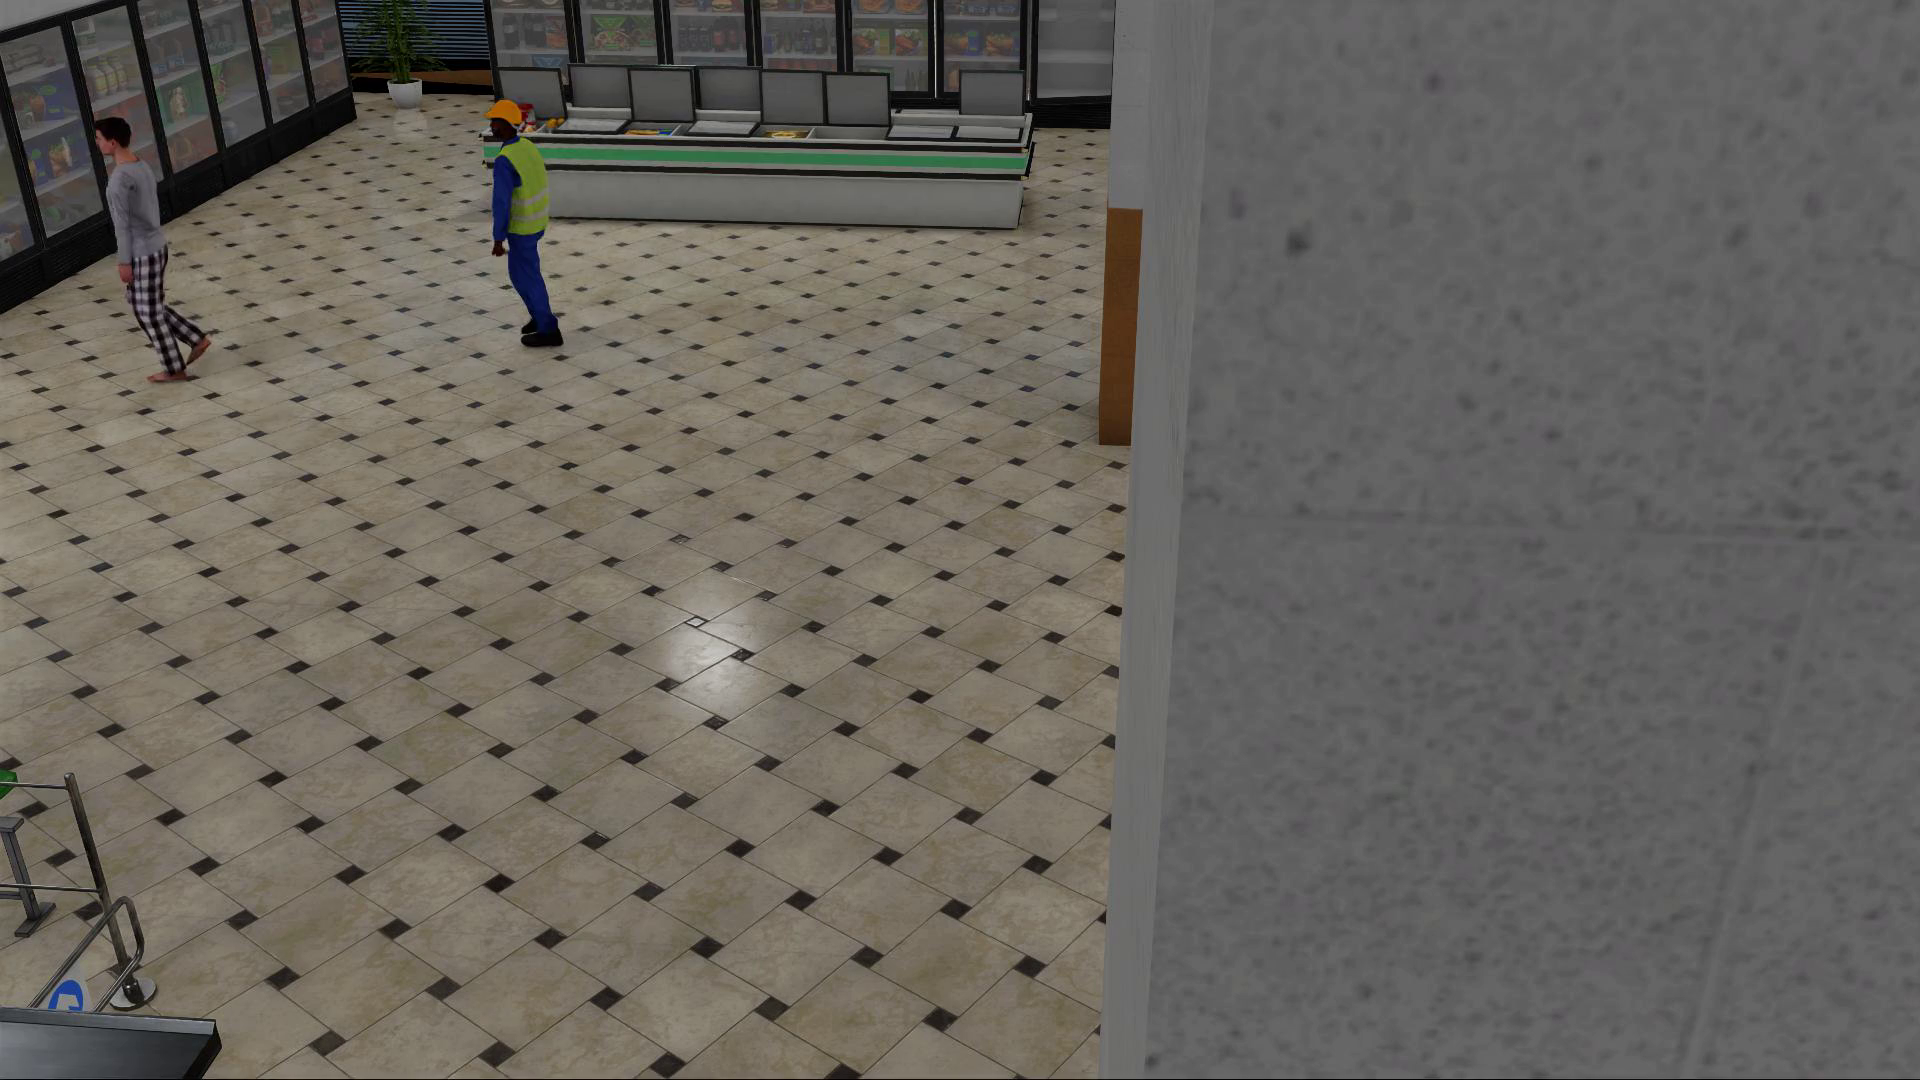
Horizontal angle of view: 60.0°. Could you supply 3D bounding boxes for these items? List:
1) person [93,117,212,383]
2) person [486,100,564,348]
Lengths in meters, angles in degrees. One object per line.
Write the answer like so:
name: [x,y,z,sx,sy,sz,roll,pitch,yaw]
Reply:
person: [-5.506,-1.973,11.422,0.814,1.835,0.729,-4,27,-8]
person: [-3.079,-2.265,12.037,0.664,1.800,0.691,4,27,8]
